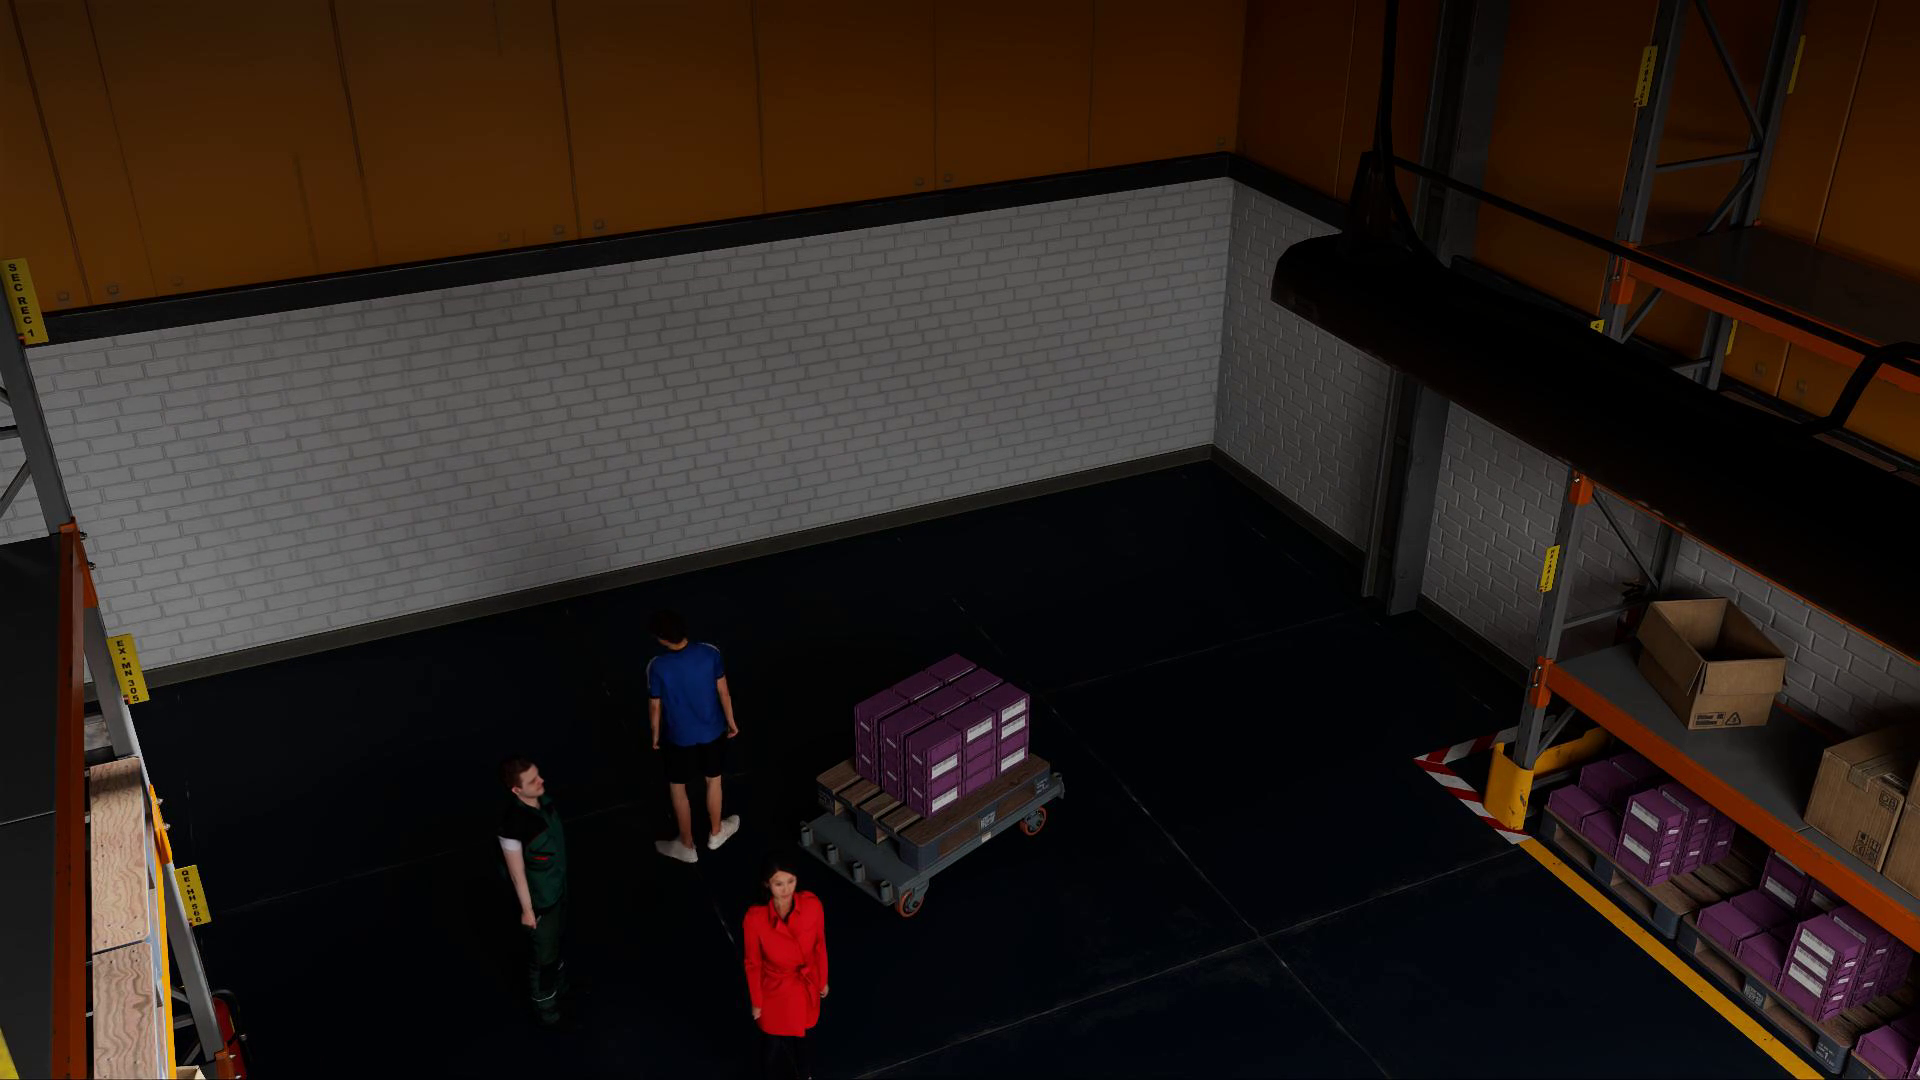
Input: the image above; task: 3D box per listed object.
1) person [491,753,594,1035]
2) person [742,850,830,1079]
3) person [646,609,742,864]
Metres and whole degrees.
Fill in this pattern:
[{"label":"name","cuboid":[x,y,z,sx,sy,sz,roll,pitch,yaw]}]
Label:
[{"label":"person","cuboid":[-2.372,1.973,9.393,0.791,1.843,0.672,0,29,0]},{"label":"person","cuboid":[-0.915,2.363,8.776,0.597,1.747,0.586,-12,31,-21]},{"label":"person","cuboid":[-1.704,1.226,10.754,0.811,1.851,0.671,-2,29,-4]}]
